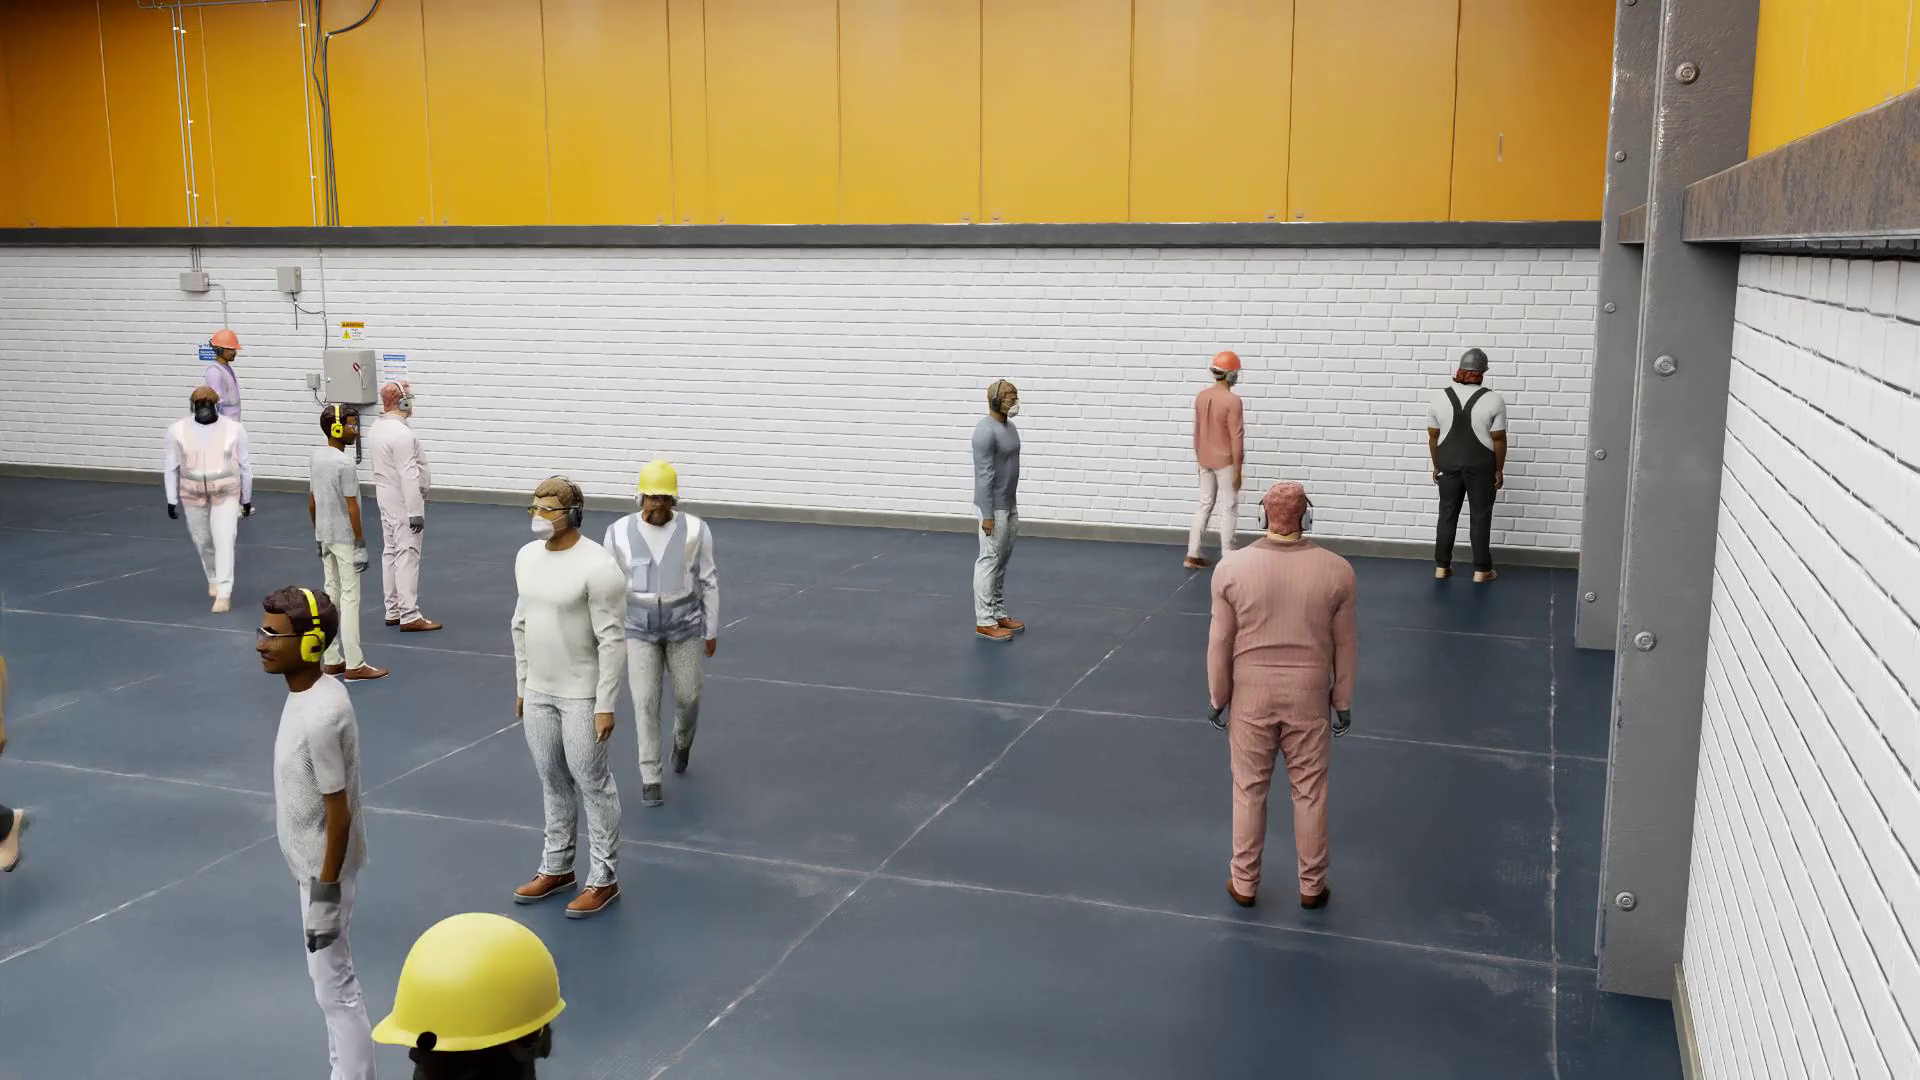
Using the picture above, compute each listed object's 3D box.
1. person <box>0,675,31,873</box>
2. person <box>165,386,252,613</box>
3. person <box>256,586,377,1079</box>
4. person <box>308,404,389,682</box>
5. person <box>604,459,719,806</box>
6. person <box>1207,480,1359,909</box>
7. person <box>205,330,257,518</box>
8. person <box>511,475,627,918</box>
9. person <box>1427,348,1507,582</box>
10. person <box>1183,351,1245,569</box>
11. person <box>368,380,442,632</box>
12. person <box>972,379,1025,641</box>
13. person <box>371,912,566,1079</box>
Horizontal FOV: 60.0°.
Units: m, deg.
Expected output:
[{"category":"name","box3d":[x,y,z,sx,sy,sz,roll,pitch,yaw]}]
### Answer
[{"category":"person","box3d":[-4.369,0.745,7.264,0.516,1.826,0.729,1,10,7]},{"category":"person","box3d":[-6.097,-0.365,13.538,0.629,1.810,0.925,-3,10,-14]},{"category":"person","box3d":[-2.059,1.062,5.307,0.321,1.875,0.529,-5,11,-26]},{"category":"person","box3d":[-4.163,0.020,11.207,0.520,1.865,0.335,8,13,38]},{"category":"person","box3d":[-1.592,0.460,8.877,0.602,1.816,0.679,-2,10,-9]},{"category":"person","box3d":[1.417,0.683,7.357,0.652,1.904,0.402,1,10,7]},{"category":"person","box3d":[-7.837,-1.236,17.833,0.406,2.029,0.612,-2,10,-11]},{"category":"person","box3d":[-1.725,0.677,7.294,0.630,1.940,0.371,7,12,33]},{"category":"person","box3d":[4.454,-0.663,14.552,0.682,2.000,0.536,7,12,34]},{"category":"person","box3d":[2.319,-0.689,14.911,0.594,1.998,0.632,-6,12,-31]},{"category":"person","box3d":[-4.222,-0.258,12.650,0.408,1.907,0.653,-8,13,-37]},{"category":"person","box3d":[0.287,-0.231,12.409,0.357,1.937,0.637,4,11,19]},{"category":"person","box3d":[-0.705,1.518,2.631,0.436,1.915,0.636,1,10,5]}]
